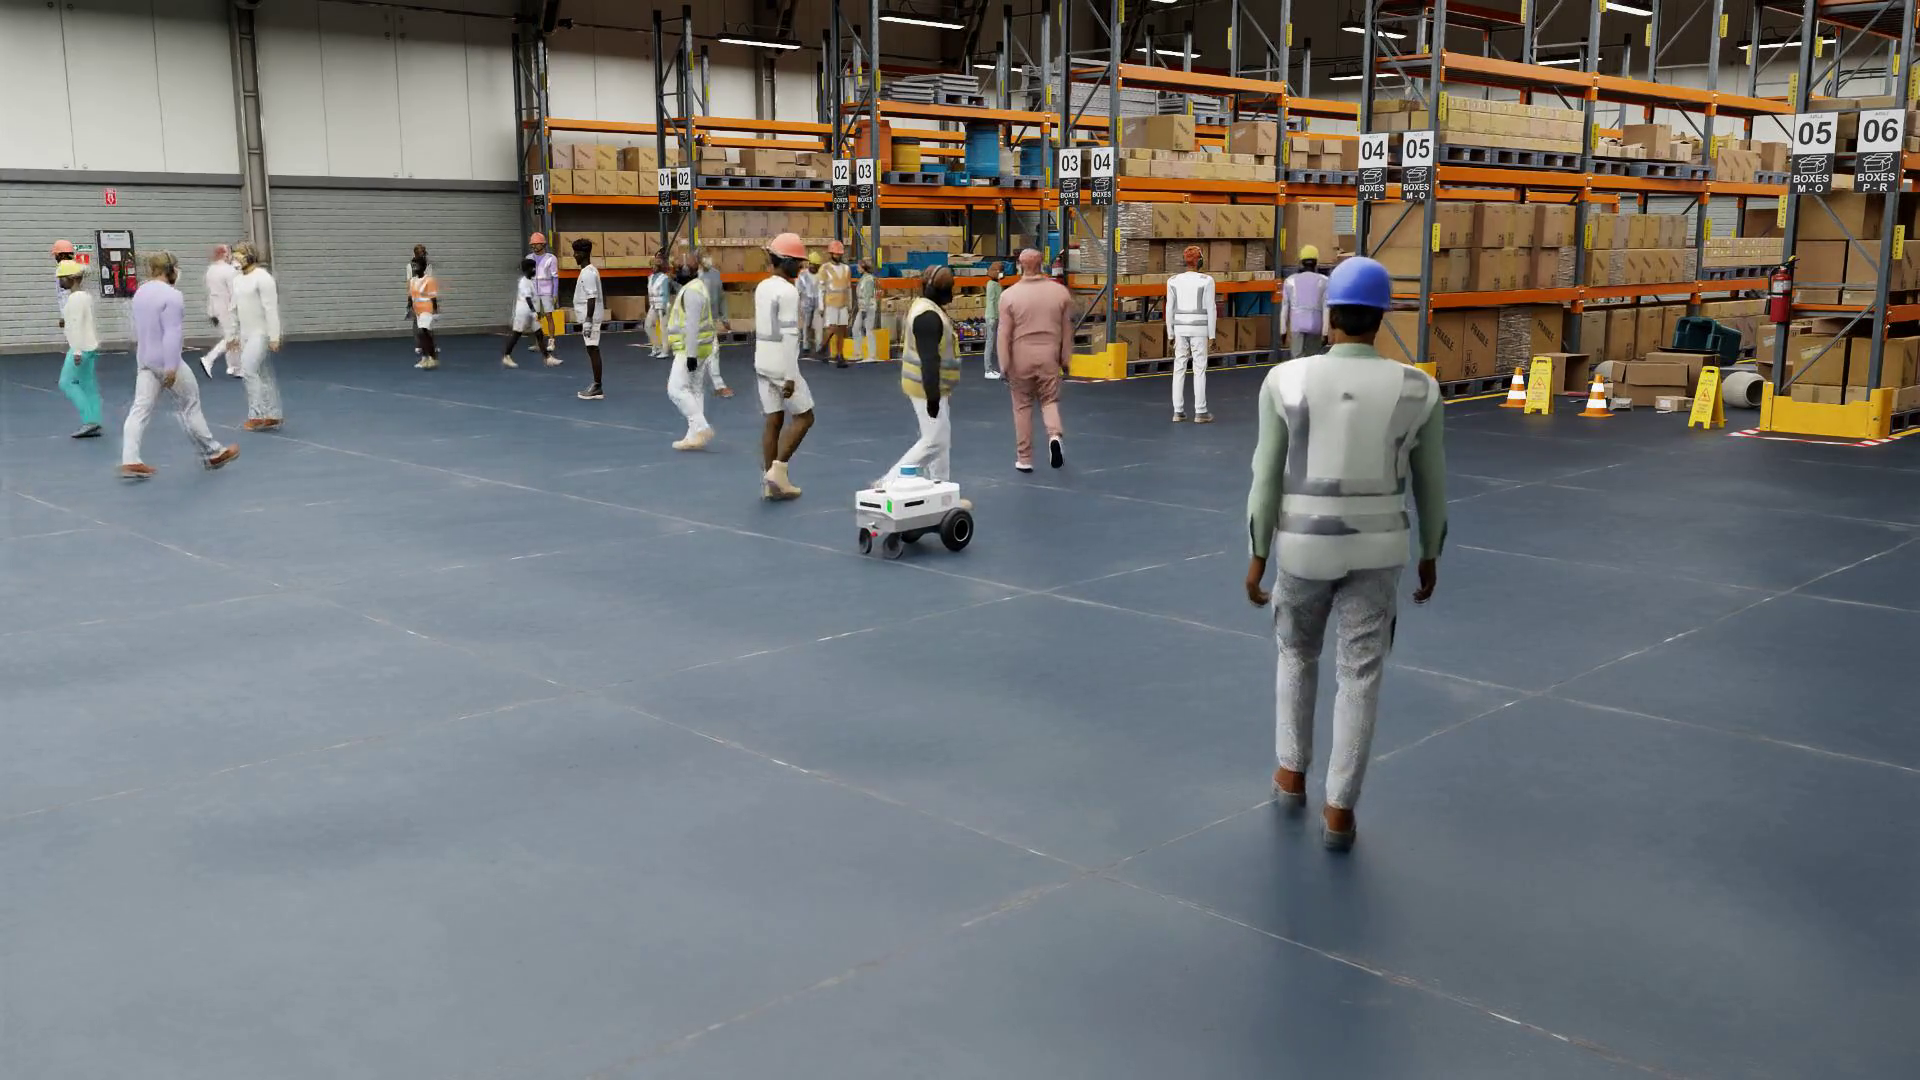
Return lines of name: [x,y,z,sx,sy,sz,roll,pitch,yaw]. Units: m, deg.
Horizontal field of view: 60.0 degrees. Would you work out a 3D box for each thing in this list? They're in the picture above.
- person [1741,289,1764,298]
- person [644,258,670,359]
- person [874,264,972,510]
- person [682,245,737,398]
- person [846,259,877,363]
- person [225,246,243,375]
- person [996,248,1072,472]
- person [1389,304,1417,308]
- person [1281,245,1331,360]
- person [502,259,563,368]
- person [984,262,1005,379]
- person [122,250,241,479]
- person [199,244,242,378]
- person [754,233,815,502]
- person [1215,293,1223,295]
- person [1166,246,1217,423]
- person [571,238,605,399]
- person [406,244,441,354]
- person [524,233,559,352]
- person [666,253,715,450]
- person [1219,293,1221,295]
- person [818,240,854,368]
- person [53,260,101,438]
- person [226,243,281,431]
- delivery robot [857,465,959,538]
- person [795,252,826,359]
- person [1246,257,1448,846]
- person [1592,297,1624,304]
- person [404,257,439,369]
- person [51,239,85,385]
person: [16.102,-5.130,33.758,0.608,1.907,0.445,-5,12,-27]
person: [-4.941,-3.763,27.060,0.547,1.619,0.456,10,14,43]
person: [-0.273,-1.072,11.930,0.670,1.805,0.689,0,10,-2]
person: [-3.264,-2.757,20.902,1.036,1.892,0.627,6,12,28]
person: [-1.576,-3.590,26.126,0.581,1.618,0.533,-3,11,-17]
person: [-10.544,-3.337,24.112,0.521,1.865,0.336,-3,11,-15]
person: [0.632,-1.506,14.041,0.670,1.890,0.578,-2,11,-13]
person: [6.408,-3.416,24.626,0.664,1.852,1.026,-2,11,-9]
person: [4.040,-2.497,19.457,0.589,1.899,0.817,3,11,18]
person: [-6.564,-3.442,25.260,0.923,1.645,0.532,0,10,3]
person: [0.492,-3.097,23.429,0.285,1.631,0.501,3,11,14]
person: [-6.620,-1.470,13.897,0.643,1.869,1.099,6,12,30]
person: [-10.289,-3.191,23.257,0.650,1.885,0.795,10,14,43]
person: [-1.326,-1.304,12.607,0.475,2.018,0.602,-7,13,-35]
person: [6.052,-6.012,38.643,0.606,1.892,0.651,4,11,21]
person: [2.502,-2.217,17.952,0.572,1.883,0.356,6,12,30]
person: [-4.578,-2.729,20.521,0.373,1.962,0.607,-2,11,-9]
person: [-9.171,-4.114,28.393,0.504,1.847,0.345,3,11,15]
person: [-7.241,-4.273,28.744,0.629,2.044,0.411,2,11,12]
person: [-2.518,-1.739,15.485,0.447,1.830,0.661,-1,10,-6]
person: [6.048,-6.145,39.089,0.393,1.985,0.611,-9,14,-40]
person: [-1.892,-3.592,25.352,0.545,1.925,0.453,-8,13,-36]
person: [-8.723,-1.876,16.409,0.386,1.752,0.555,-3,11,-18]
person: [-7.306,-2.059,16.984,0.666,1.917,0.714,8,13,38]
delivery robot: [-0.331,-0.235,10.626,0.477,0.478,0.707,9,14,41]
person: [-2.445,-3.883,27.478,0.607,1.738,1.092,-1,10,-8]
person: [1.308,0.017,5.648,0.657,1.921,0.765,2,11,11]
person: [11.924,-4.531,30.567,0.573,1.883,0.355,5,11,23]
person: [-8.102,-3.390,24.897,0.545,1.675,0.647,8,13,39]
person: [-12.035,-3.081,22.503,0.350,1.941,0.545,-1,10,-6]
